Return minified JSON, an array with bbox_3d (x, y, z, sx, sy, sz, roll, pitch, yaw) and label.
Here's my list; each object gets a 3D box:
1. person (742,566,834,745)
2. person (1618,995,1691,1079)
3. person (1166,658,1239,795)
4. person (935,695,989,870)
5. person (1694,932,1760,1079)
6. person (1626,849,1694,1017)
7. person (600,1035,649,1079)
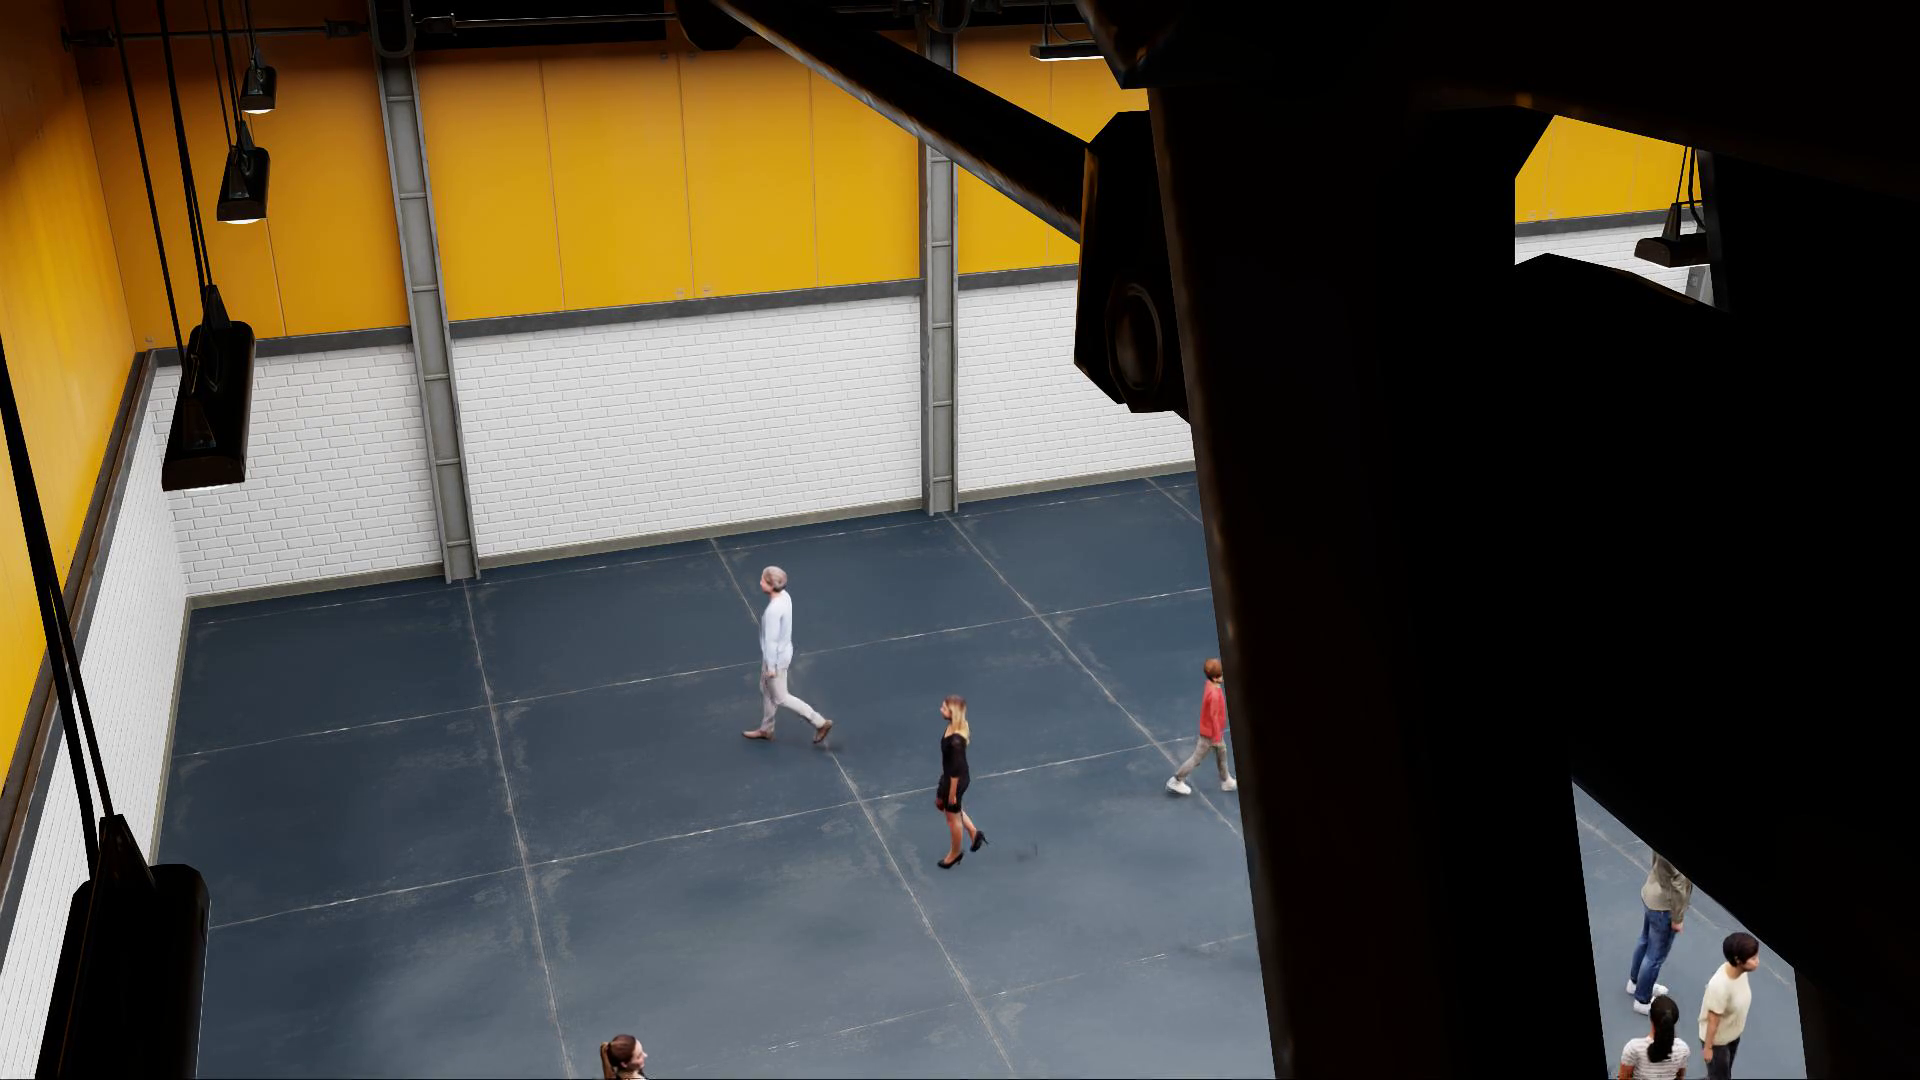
[{"bbox_3d":[-1.648,1.129,15.773,1.246,1.869,0.983,2,24,5],"label":"person"},{"bbox_3d":[4.307,3.609,10.400,0.831,1.627,0.812,1,24,3],"label":"person"},{"bbox_3d":[2.191,1.713,15.042,1.030,1.384,0.797,2,24,5],"label":"person"},{"bbox_3d":[0.037,2.033,13.955,0.751,1.667,0.669,0,24,-1],"label":"person"},{"bbox_3d":[5.046,3.301,11.165,0.790,1.579,0.727,22,32,40],"label":"person"},{"bbox_3d":[5.194,2.656,12.282,0.781,1.866,0.794,4,24,9],"label":"person"},{"bbox_3d":[-2.080,3.728,10.121,1.173,1.632,0.881,0,24,0],"label":"person"}]
